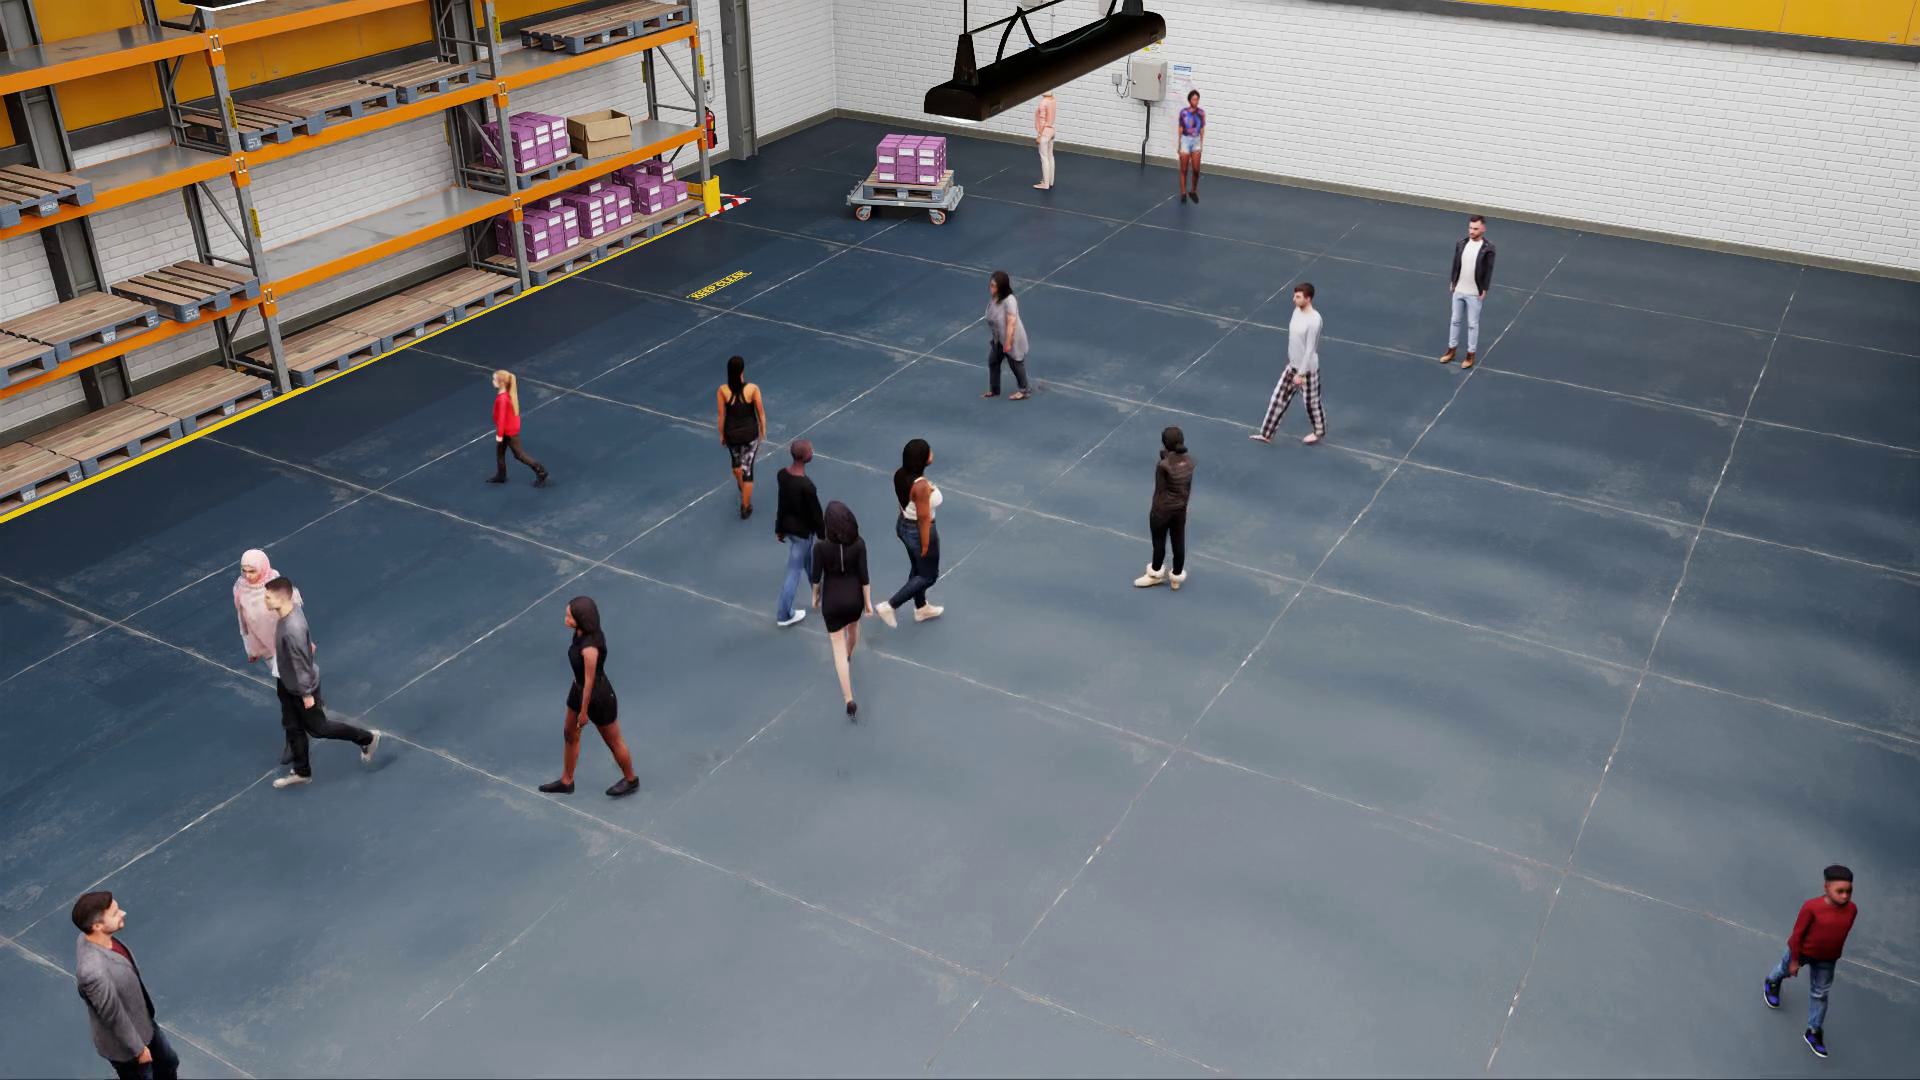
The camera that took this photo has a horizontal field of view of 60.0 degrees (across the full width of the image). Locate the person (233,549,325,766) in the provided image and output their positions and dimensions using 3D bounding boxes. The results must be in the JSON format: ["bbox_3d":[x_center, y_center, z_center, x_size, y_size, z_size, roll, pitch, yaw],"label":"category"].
[{"bbox_3d":[-5.238,0.805,12.879,0.909,1.755,1.135,4,29,7],"label":"person"}]

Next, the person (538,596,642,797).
[{"bbox_3d":[-2.601,1.164,12.264,1.066,1.715,0.940,-12,31,-21],"label":"person"}]

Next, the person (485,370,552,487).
[{"bbox_3d":[-4.532,-1.117,16.912,0.898,1.267,0.874,-5,29,-10],"label":"person"}]

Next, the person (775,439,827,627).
[{"bbox_3d":[-1.468,-0.029,14.447,1.088,1.718,0.820,-24,37,-37],"label":"person"}]

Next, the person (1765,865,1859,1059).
[{"bbox_3d":[5.261,2.498,10.312,0.726,1.242,0.943,3,29,5],"label":"person"}]

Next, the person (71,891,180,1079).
[{"bbox_3d":[-4.707,2.755,9.205,1.169,1.849,1.049,-12,31,-21],"label":"person"}]

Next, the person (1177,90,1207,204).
[{"bbox_3d":[3.492,-6.032,25.440,0.713,1.730,0.762,-1,29,-2],"label":"person"}]

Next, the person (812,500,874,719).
[{"bbox_3d":[-0.930,0.601,13.264,1.111,1.744,1.183,-7,29,-12],"label":"person"}]

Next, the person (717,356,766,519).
[{"bbox_3d":[-2.148,-0.998,16.307,0.897,1.637,1.074,1,29,1],"label":"person"}]

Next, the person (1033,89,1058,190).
[{"bbox_3d":[1.355,-6.389,26.099,0.664,1.725,0.463,14,32,24],"label":"person"}]

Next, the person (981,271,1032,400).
[{"bbox_3d":[0.597,-2.324,18.810,0.940,1.568,0.849,-11,30,-19],"label":"person"}]

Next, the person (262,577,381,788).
[{"bbox_3d":[-4.843,1.049,12.448,1.157,1.739,0.964,-16,32,-27],"label":"person"}]

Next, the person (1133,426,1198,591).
[{"bbox_3d":[1.925,-0.297,15.009,0.730,1.650,0.815,-8,30,-14],"label":"person"}]

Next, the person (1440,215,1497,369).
[{"bbox_3d":[6.040,-2.969,19.717,0.675,1.833,0.577,21,35,34],"label":"person"}]

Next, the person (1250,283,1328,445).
[{"bbox_3d":[3.718,-1.836,17.671,1.222,1.803,1.076,-12,31,-21],"label":"person"}]

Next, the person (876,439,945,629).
[{"bbox_3d":[-0.445,-0.018,14.349,1.068,1.792,0.931,-15,32,-25],"label":"person"}]
